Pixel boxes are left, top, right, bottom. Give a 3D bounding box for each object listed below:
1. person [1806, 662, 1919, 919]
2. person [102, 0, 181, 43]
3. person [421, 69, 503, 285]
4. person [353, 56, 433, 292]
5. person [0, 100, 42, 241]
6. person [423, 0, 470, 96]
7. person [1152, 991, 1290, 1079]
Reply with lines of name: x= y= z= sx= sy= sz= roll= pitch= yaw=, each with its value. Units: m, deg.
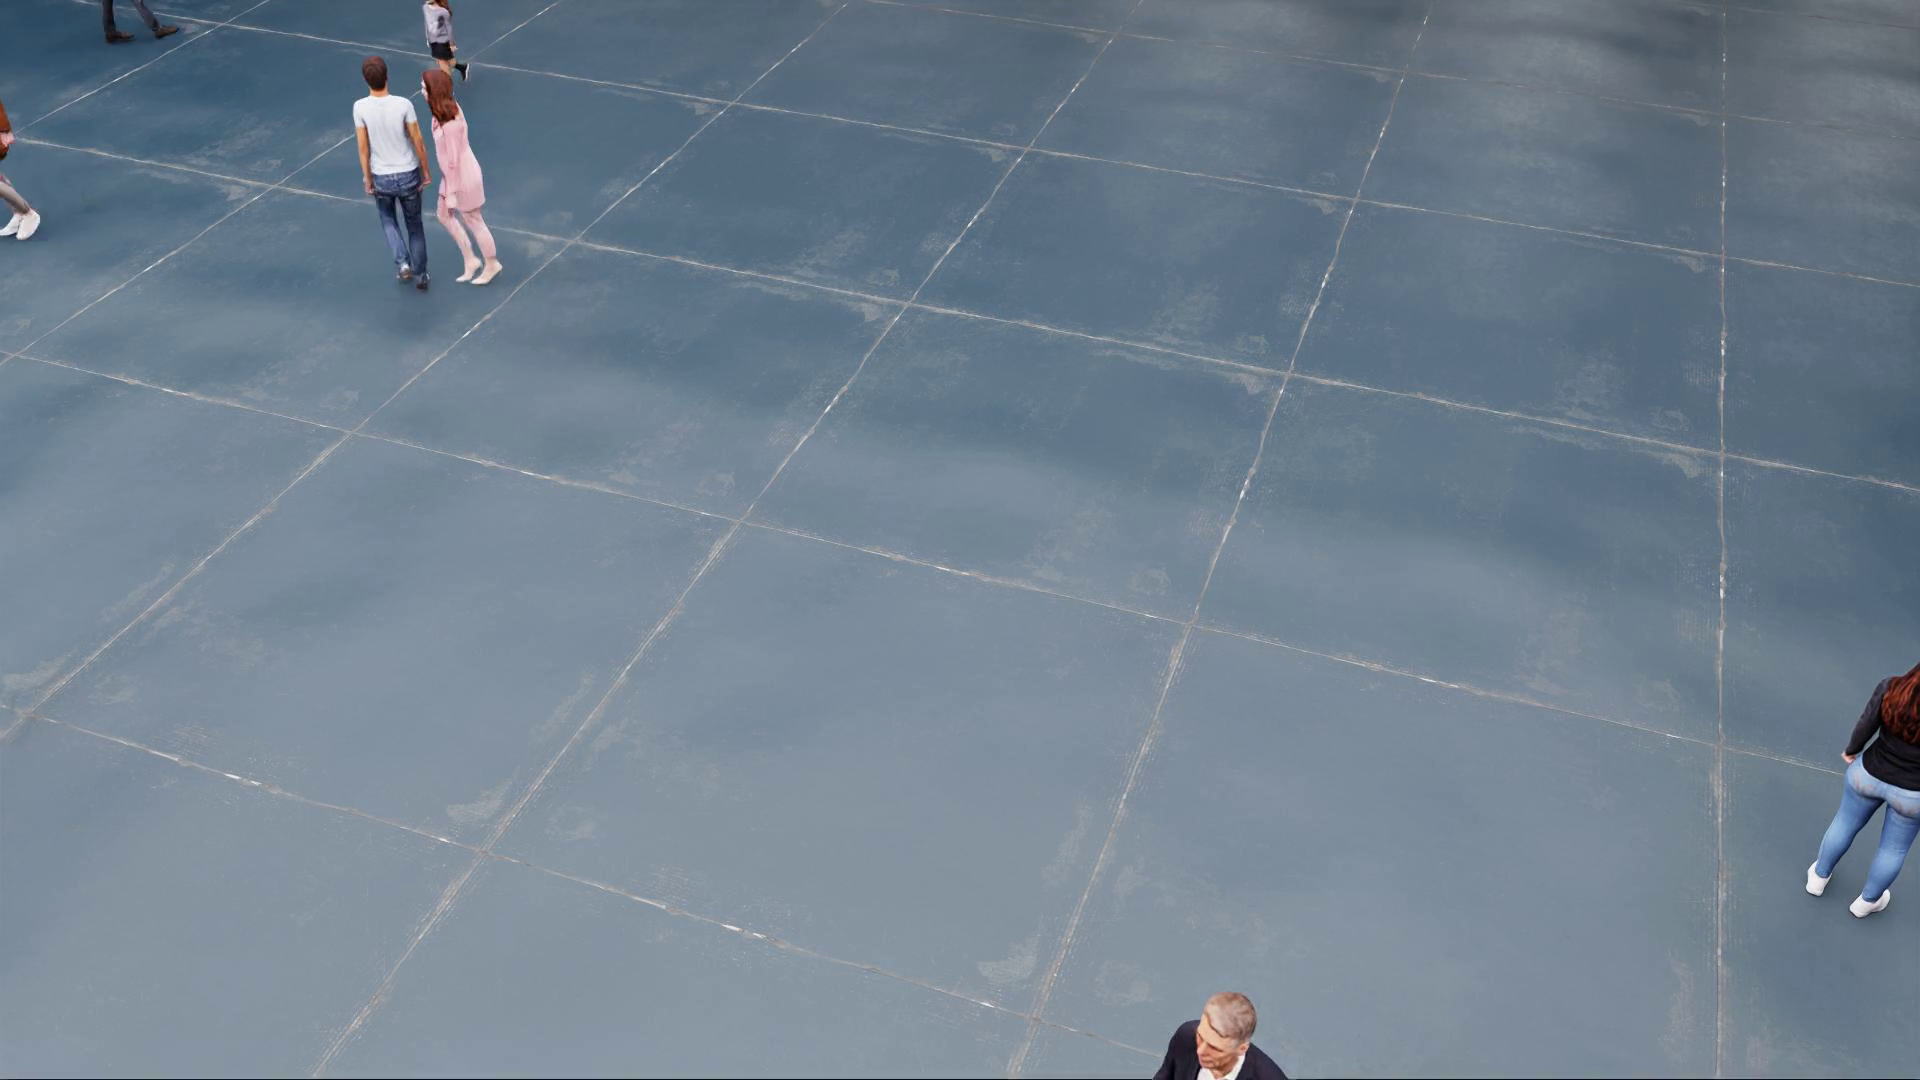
person: x=4.435 y=1.134 z=7.883 sx=0.711 sy=1.634 sz=0.701 roll=31 pitch=48 yaw=33
person: x=-8.669 y=-5.863 z=16.734 sx=1.058 sy=1.750 sz=1.031 roll=-13 pitch=40 yaw=-16
person: x=-3.729 y=-2.757 z=12.735 sx=0.833 sy=1.785 sz=0.767 roll=-14 pitch=40 yaw=-18
person: x=-4.282 y=-2.724 z=12.636 sx=0.775 sy=1.854 sz=0.815 roll=-11 pitch=39 yaw=-13
person: x=-7.832 y=-3.328 z=13.433 sx=0.775 sy=1.825 sz=0.767 roll=22 pitch=43 yaw=25
person: x=-4.938 y=-4.823 z=15.937 sx=0.571 sy=1.092 sz=0.737 roll=22 pitch=43 yaw=26
person: x=1.014 y=2.267 z=6.320 sx=1.035 sy=1.774 sz=1.239 roll=32 pitch=48 yaw=34
